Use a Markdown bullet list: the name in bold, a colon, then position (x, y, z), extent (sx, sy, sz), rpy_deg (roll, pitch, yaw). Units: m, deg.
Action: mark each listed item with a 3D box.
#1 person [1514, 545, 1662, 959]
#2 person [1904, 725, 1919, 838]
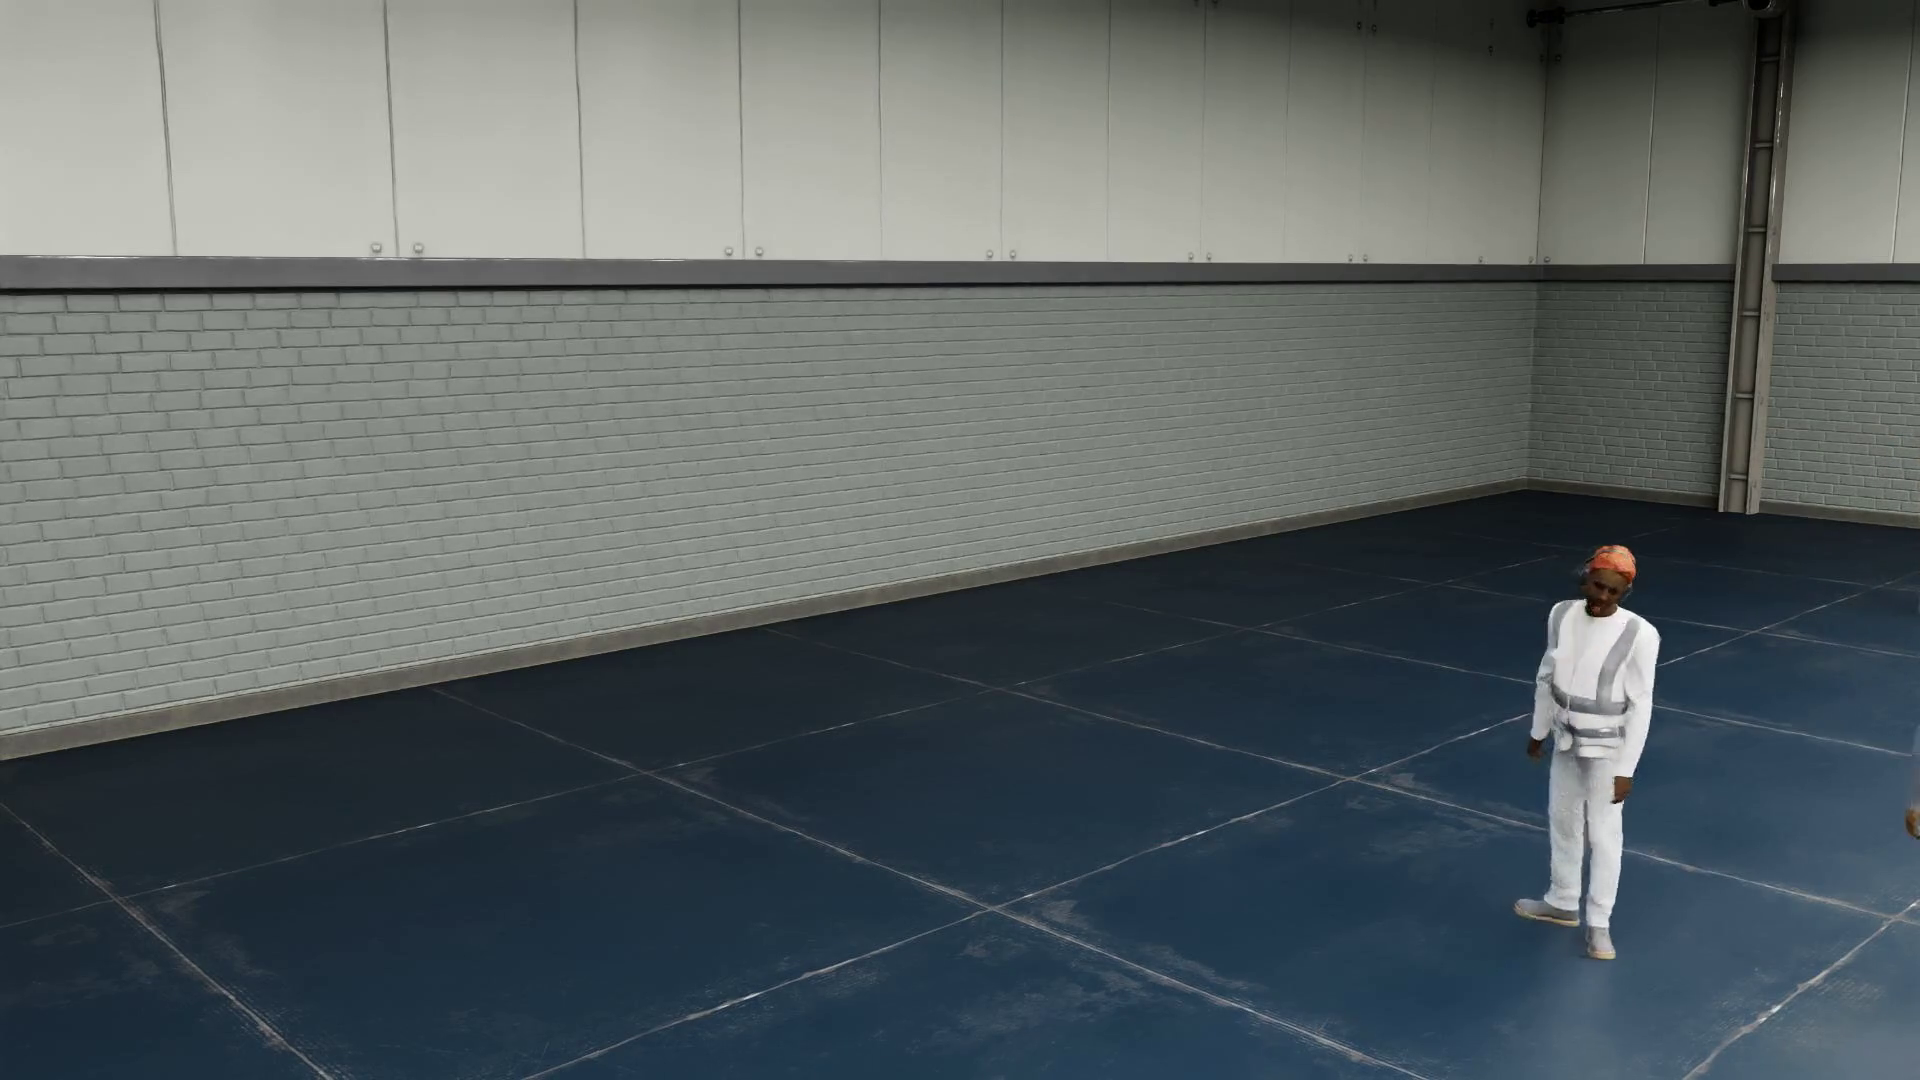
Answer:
- **person**: position (2.791, 0.918, 7.469), extent (0.340, 1.855, 0.728), rpy_deg (-4, 10, -25)
- **person**: position (4.069, 1.025, 6.580), extent (0.661, 1.917, 0.701), rpy_deg (0, 9, 3)
